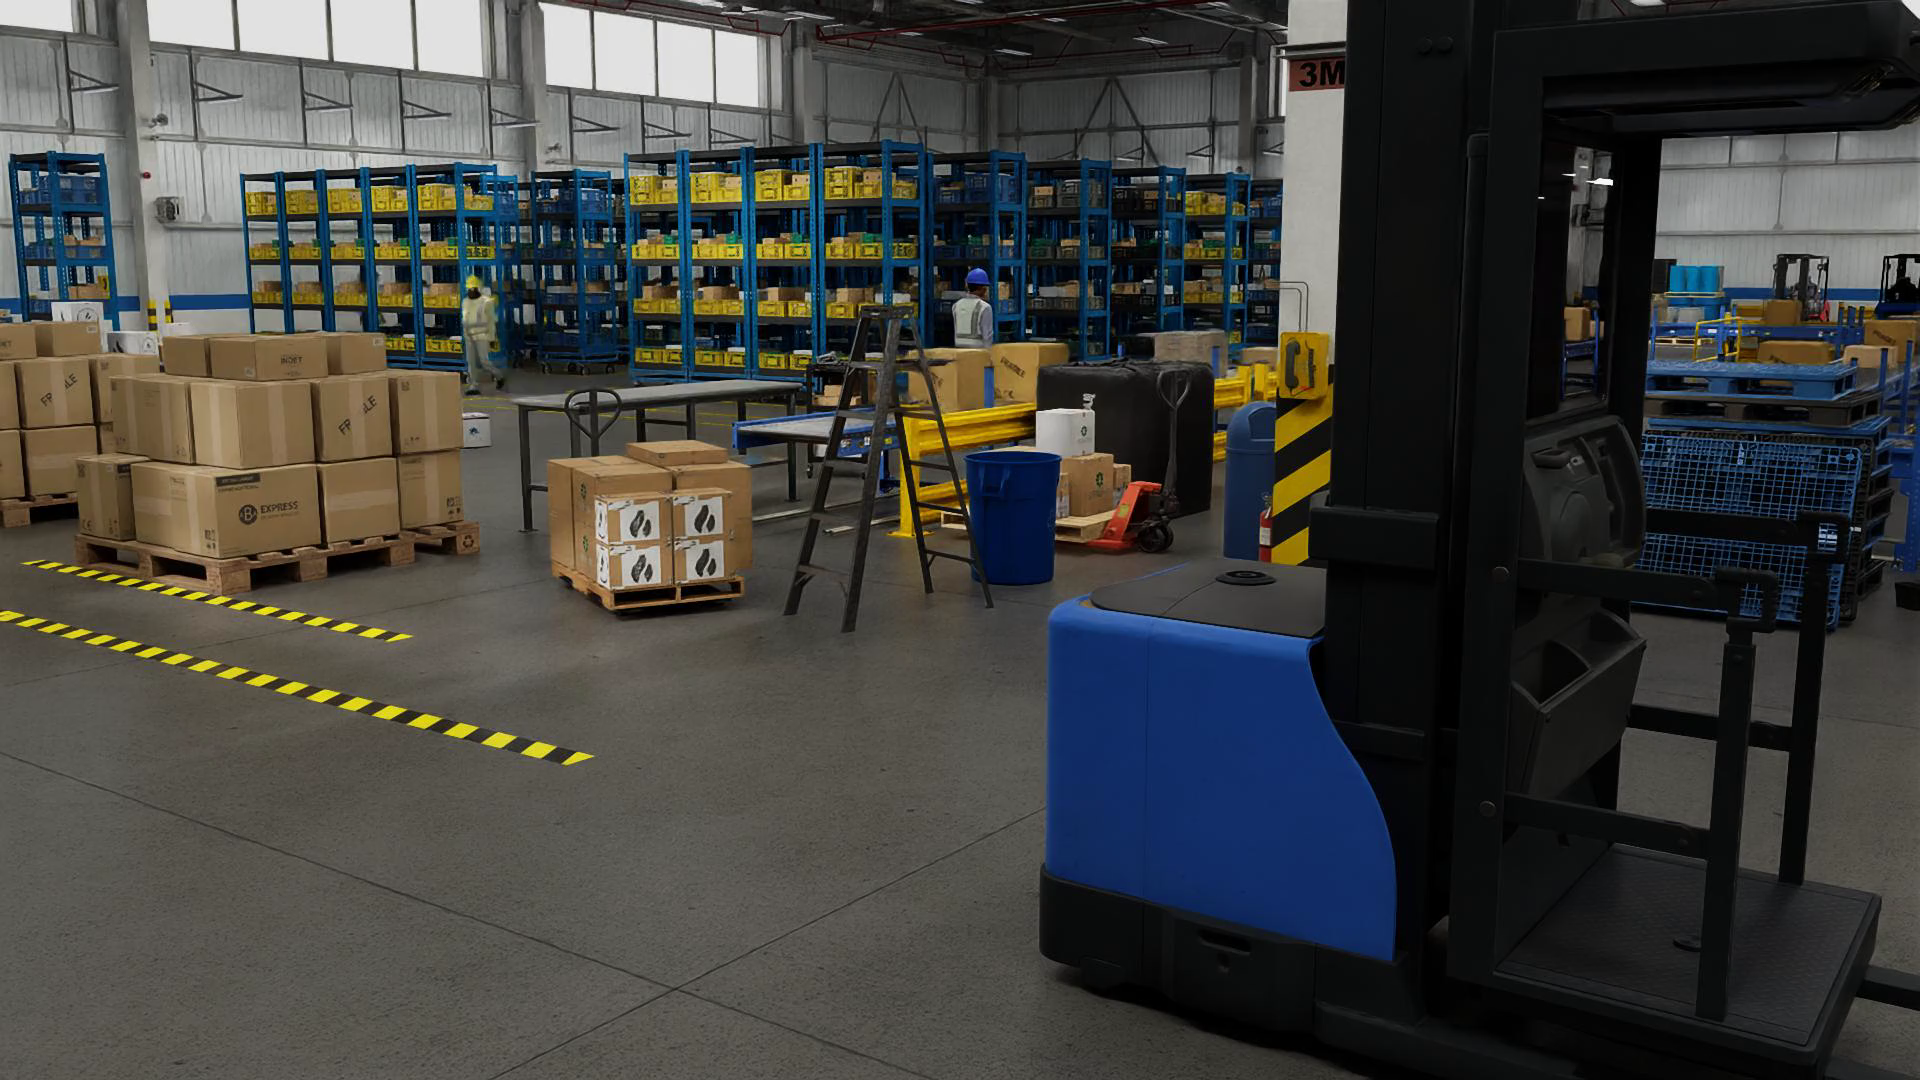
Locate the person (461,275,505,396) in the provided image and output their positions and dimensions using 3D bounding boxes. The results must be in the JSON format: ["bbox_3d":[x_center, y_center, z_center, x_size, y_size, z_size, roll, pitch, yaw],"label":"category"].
[{"bbox_3d":[-7.216,-3.075,25.046,0.601,1.813,0.586,5,11,26],"label":"person"}]

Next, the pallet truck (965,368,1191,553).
[{"bbox_3d":[0.845,-0.609,11.869,1.630,1.274,0.653,7,12,35],"label":"pallet truck"}]

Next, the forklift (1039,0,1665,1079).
[{"bbox_3d":[1.249,-0.137,4.360,1.873,2.768,1.129,7,12,35],"label":"forklift"}]

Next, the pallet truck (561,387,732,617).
[{"bbox_3d":[-1.981,-0.274,10.088,0.680,1.201,1.601,-5,11,-28],"label":"pallet truck"}]

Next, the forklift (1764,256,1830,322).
[{"bbox_3d":[20.253,-5.854,40.139,1.157,1.987,2.680,7,12,35],"label":"forklift"}]

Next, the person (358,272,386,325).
[{"bbox_3d":[-11.787,-4.490,33.483,0.771,1.797,0.635,-9,13,-42],"label":"person"}]

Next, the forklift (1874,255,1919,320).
[{"bbox_3d":[22.089,-5.634,38.796,1.157,1.987,2.680,6,11,33],"label":"forklift"}]

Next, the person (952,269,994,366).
[{"bbox_3d":[0.162,-2.021,18.399,0.416,1.940,0.601,-8,13,-41],"label":"person"}]
